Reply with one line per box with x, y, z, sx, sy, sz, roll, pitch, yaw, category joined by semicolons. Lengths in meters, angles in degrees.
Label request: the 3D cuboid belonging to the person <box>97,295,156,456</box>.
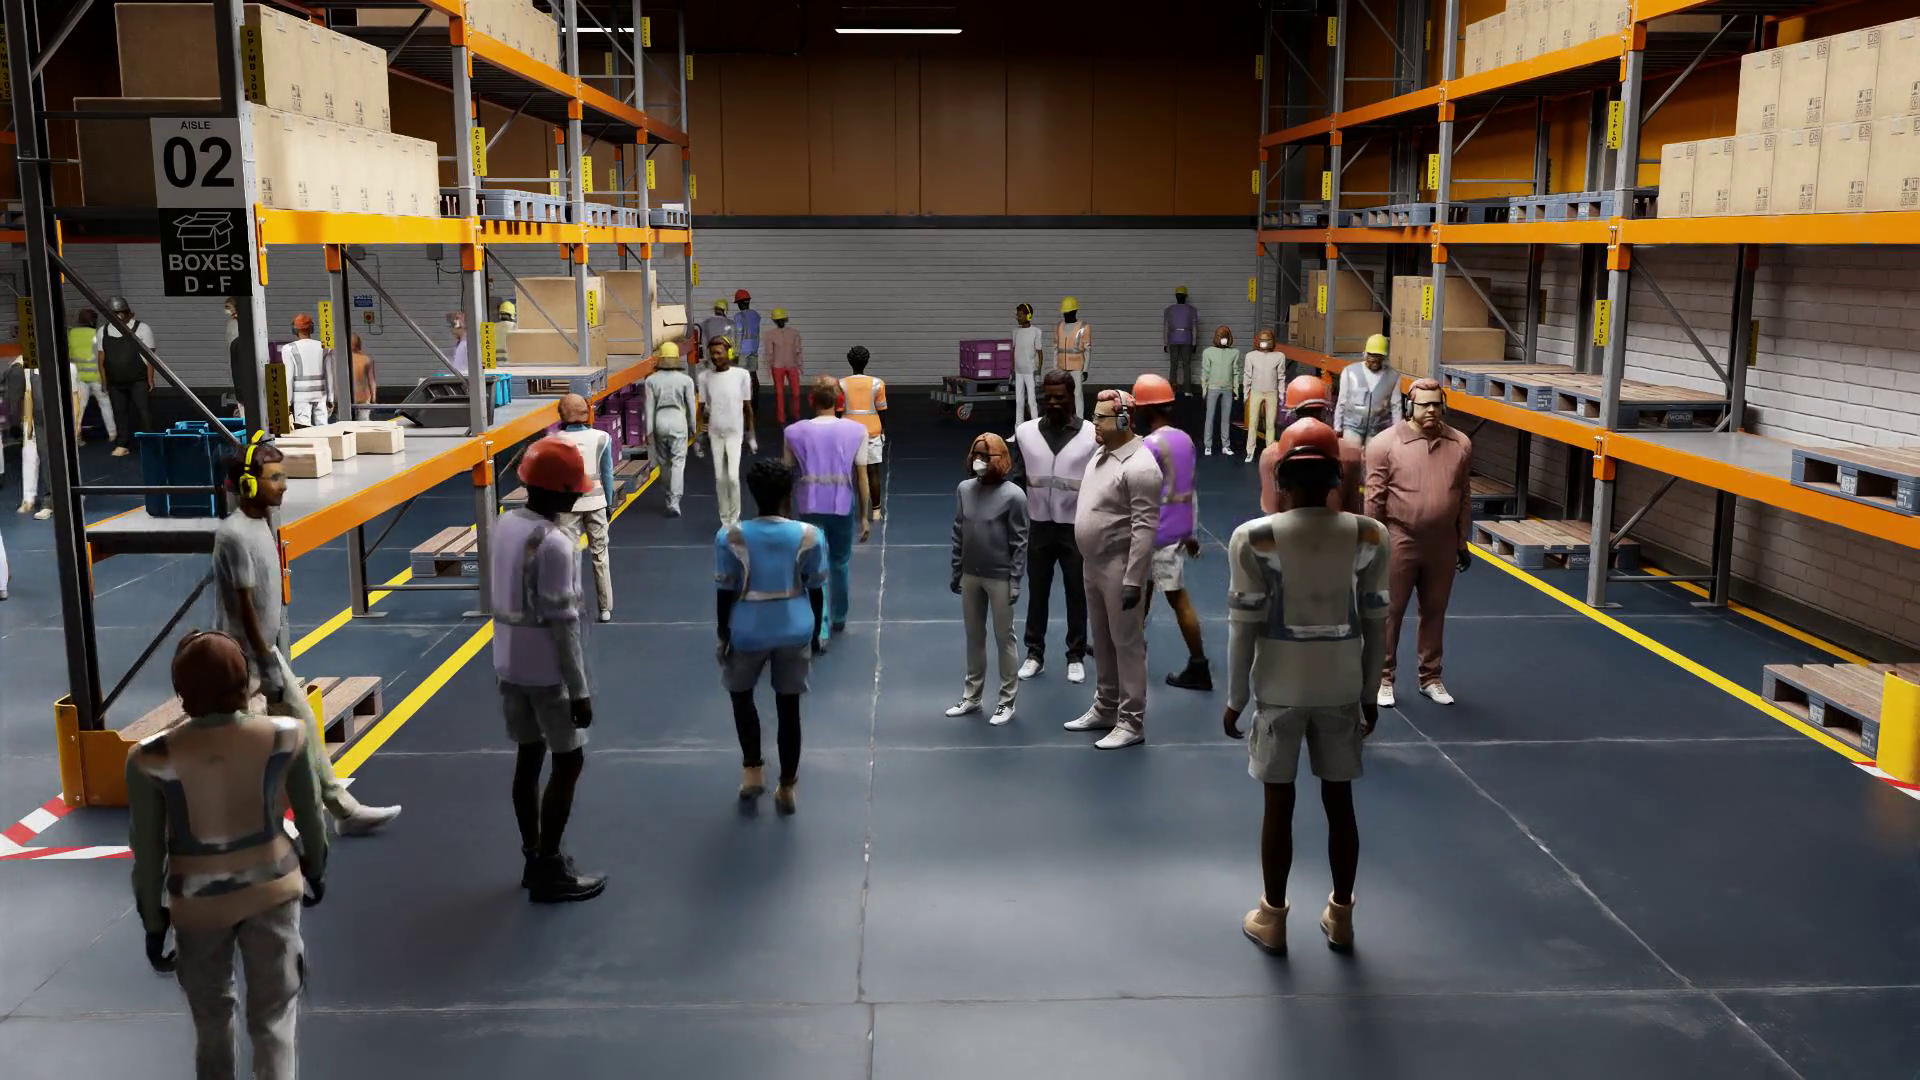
-10.438;-2.058;20.810;0.688;2.000;0.537;-1;10;-4;person

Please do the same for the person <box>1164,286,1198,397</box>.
3.819;-3.433;28.814;0.584;1.917;0.384;2;10;12;person

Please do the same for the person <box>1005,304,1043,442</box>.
0.868;-2.216;22.186;0.517;1.865;0.328;8;13;39;person

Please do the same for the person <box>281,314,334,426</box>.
-7.235;-1.563;18.493;0.337;1.882;0.584;9;13;41;person

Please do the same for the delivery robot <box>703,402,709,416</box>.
-3.643;-2.034;24.556;0.707;0.478;0.477;1;10;6;delivery robot

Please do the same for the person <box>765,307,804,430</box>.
-2.504;-2.457;23.819;0.541;1.749;0.384;-2;10;-11;person

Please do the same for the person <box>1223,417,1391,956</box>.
1.291;0.557;6.272;0.607;2.033;0.403;0;10;-1;person

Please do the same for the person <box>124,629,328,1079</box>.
-2.092;1.040;4.808;0.524;1.587;0.882;-5;11;-25;person

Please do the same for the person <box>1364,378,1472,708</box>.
2.657;0.019;9.615;0.651;1.906;0.409;-1;10;-8;person

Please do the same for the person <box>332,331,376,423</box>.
-7.172;-1.656;19.701;0.534;1.627;0.396;-8;13;-38;person

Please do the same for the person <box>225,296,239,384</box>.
-10.032;-2.443;23.244;0.354;1.936;0.635;-10;14;-43;person

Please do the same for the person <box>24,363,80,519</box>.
-8.778;-1.115;16.103;0.508;1.846;0.345;-1;10;-3;person

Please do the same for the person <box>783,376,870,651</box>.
-0.899;-0.196;11.125;0.585;1.792;0.966;-1;10;-3;person

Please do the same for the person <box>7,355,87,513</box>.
-9.249;-1.198;16.719;0.431;1.810;0.843;2;10;13;person

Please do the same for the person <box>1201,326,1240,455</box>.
3.284;-1.883;20.966;0.499;1.635;0.286;-2;10;-9;person

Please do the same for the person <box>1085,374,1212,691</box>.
1.135;-0.053;10.059;0.967;1.885;0.540;6;12;30;person

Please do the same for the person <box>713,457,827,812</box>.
-0.898;0.444;7.874;0.547;1.678;0.443;-3;11;-16;person

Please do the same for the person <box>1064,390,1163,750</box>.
0.809;0.151;8.881;0.410;1.909;0.643;-4;11;-21;person

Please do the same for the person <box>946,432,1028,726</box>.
0.151;0.212;9.293;0.497;1.636;0.285;8;13;37;person

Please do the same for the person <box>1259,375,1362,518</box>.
1.967;0.058;9.293;0.604;1.956;1.016;-1;10;-3;person

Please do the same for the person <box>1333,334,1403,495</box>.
3.901;-1.068;15.942;0.655;1.815;0.563;1;10;5;person

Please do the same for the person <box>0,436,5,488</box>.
-7.676;-0.531;12.775;0.438;1.871;0.574;7;13;36;person

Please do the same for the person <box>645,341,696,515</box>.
-2.864;-1.110;16.469;0.497;1.706;0.877;0;10;-2;person

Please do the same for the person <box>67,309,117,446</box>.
-11.548;-2.162;22.071;0.619;1.802;0.953;0;10;-2;person

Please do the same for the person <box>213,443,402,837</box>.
-3.048;0.481;7.303;0.978;1.811;0.543;-2;10;-8;person

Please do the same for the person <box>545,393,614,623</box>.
-2.660;-0.208;11.624;0.514;1.640;0.309;-6;12;-31;person

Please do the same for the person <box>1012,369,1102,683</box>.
0.611;-0.086;10.170;0.590;1.919;0.394;3;11;16;person

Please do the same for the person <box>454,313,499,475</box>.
-5.612;-1.681;19.196;0.441;1.869;0.692;-5;11;-26;person

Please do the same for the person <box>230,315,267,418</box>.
-7.738;-1.569;18.226;0.609;1.991;0.388;9;14;42;person

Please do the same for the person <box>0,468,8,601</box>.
-7.350;-0.389;12.280;0.323;1.769;0.523;7;12;35;person

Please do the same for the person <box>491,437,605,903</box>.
-1.710;0.534;6.793;0.591;1.899;0.398;10;14;43;person

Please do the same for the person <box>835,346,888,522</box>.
-0.957;-1.003;15.892;0.533;1.697;0.319;-1;10;-8;person

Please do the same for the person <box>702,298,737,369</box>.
-3.800;-2.909;26.263;0.599;1.796;0.751;2;10;10;person

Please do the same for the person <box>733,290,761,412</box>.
-3.395;-2.987;26.304;0.369;1.929;0.542;7;12;33;person

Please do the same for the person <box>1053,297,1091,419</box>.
1.531;-2.403;23.079;0.585;1.917;0.381;7;12;33;person

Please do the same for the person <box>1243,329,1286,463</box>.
3.695;-1.746;20.207;0.507;1.632;0.268;2;10;9;person

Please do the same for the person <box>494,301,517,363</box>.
-6.496;-2.535;24.076;0.612;1.822;0.468;3;11;18;person

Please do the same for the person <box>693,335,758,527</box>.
-2.128;-0.904;14.914;0.572;1.846;0.623;1;10;8;person
